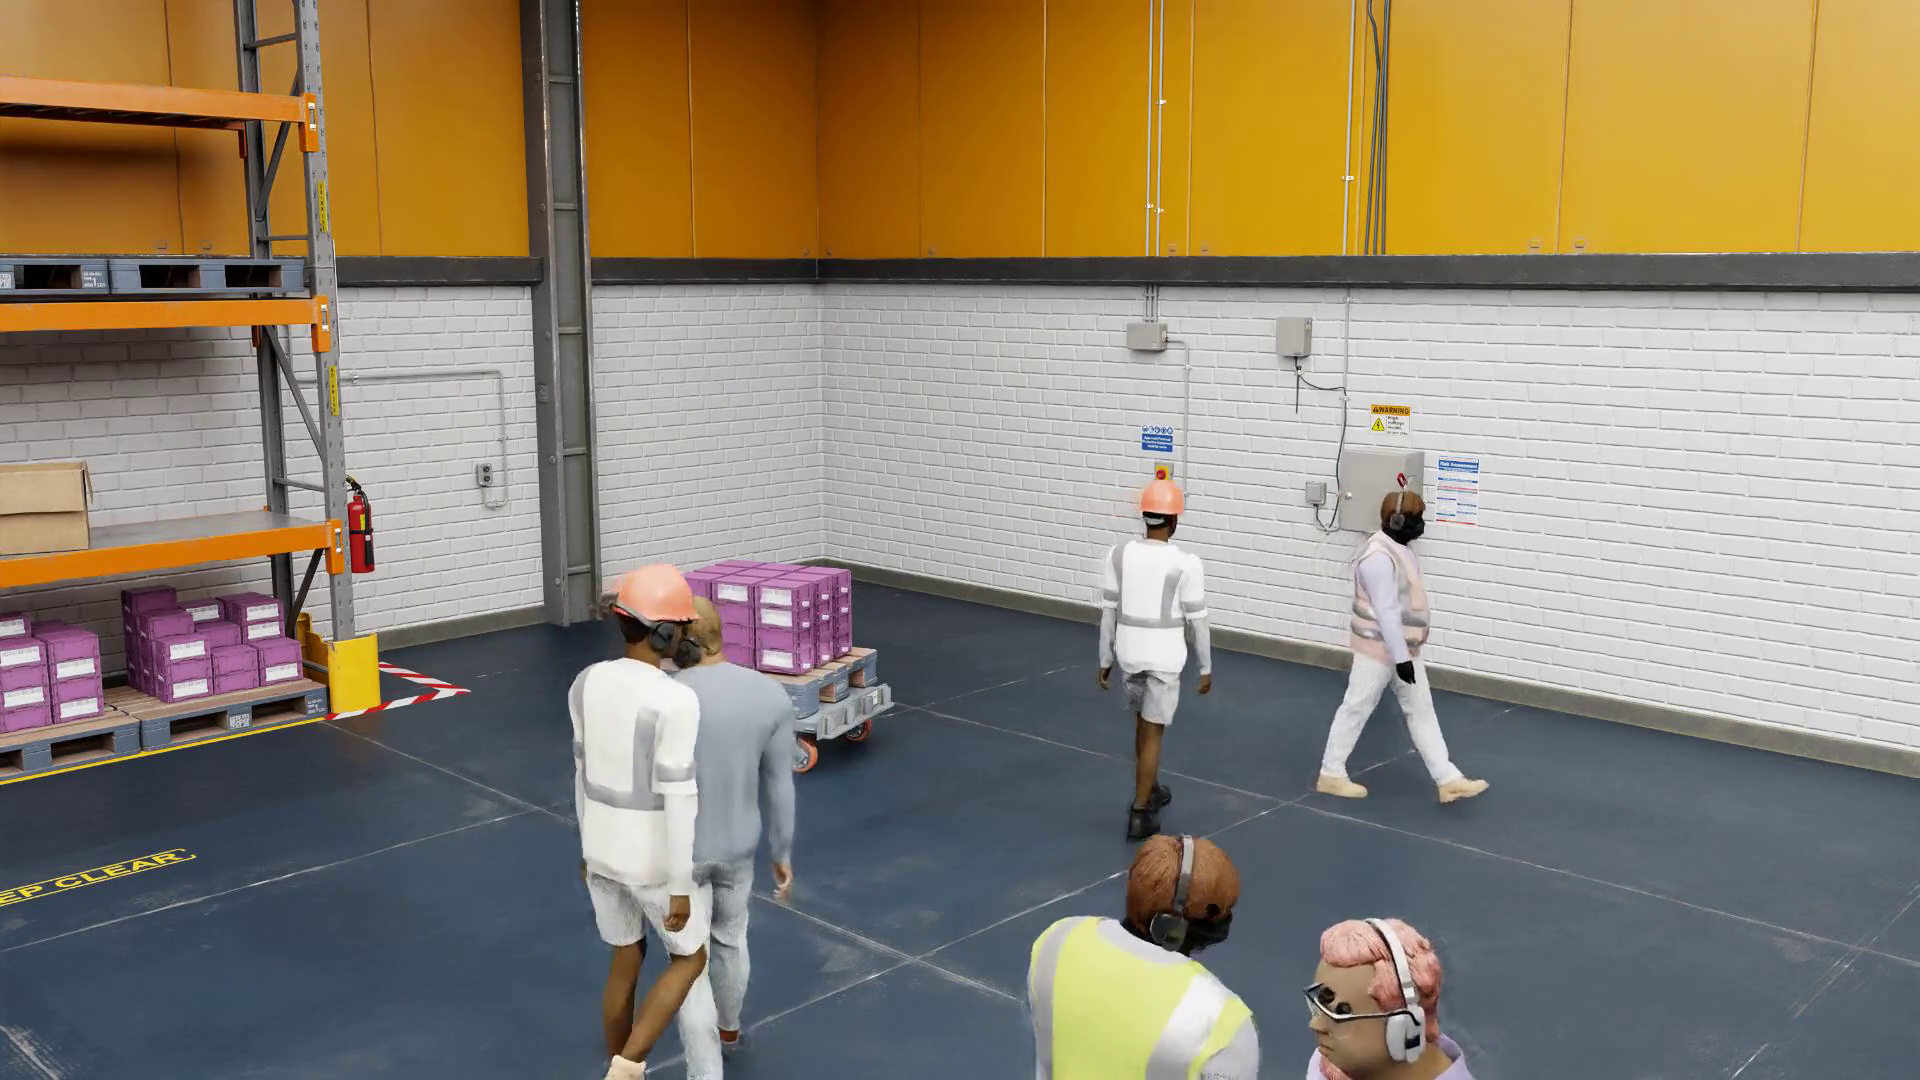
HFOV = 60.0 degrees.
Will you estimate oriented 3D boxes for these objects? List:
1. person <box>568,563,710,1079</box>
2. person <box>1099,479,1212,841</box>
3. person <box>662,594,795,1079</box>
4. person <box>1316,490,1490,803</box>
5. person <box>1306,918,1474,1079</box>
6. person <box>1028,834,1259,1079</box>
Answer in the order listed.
[{"bbox_3d":[-1.114,1.088,5.800,0.630,2.022,0.531,7,12,37],"label":"person"},{"bbox_3d":[1.103,0.622,9.004,0.579,1.904,0.831,6,11,32],"label":"person"},{"bbox_3d":[-0.970,1.112,6.064,0.641,1.889,0.832,-6,11,-31],"label":"person"},{"bbox_3d":[2.493,0.617,9.400,0.959,1.790,0.623,6,11,34],"label":"person"},{"bbox_3d":[0.674,1.614,3.035,0.791,1.881,0.649,-3,10,-20],"label":"person"},{"bbox_3d":[0.439,1.519,3.827,0.644,1.807,0.541,9,13,43],"label":"person"}]
